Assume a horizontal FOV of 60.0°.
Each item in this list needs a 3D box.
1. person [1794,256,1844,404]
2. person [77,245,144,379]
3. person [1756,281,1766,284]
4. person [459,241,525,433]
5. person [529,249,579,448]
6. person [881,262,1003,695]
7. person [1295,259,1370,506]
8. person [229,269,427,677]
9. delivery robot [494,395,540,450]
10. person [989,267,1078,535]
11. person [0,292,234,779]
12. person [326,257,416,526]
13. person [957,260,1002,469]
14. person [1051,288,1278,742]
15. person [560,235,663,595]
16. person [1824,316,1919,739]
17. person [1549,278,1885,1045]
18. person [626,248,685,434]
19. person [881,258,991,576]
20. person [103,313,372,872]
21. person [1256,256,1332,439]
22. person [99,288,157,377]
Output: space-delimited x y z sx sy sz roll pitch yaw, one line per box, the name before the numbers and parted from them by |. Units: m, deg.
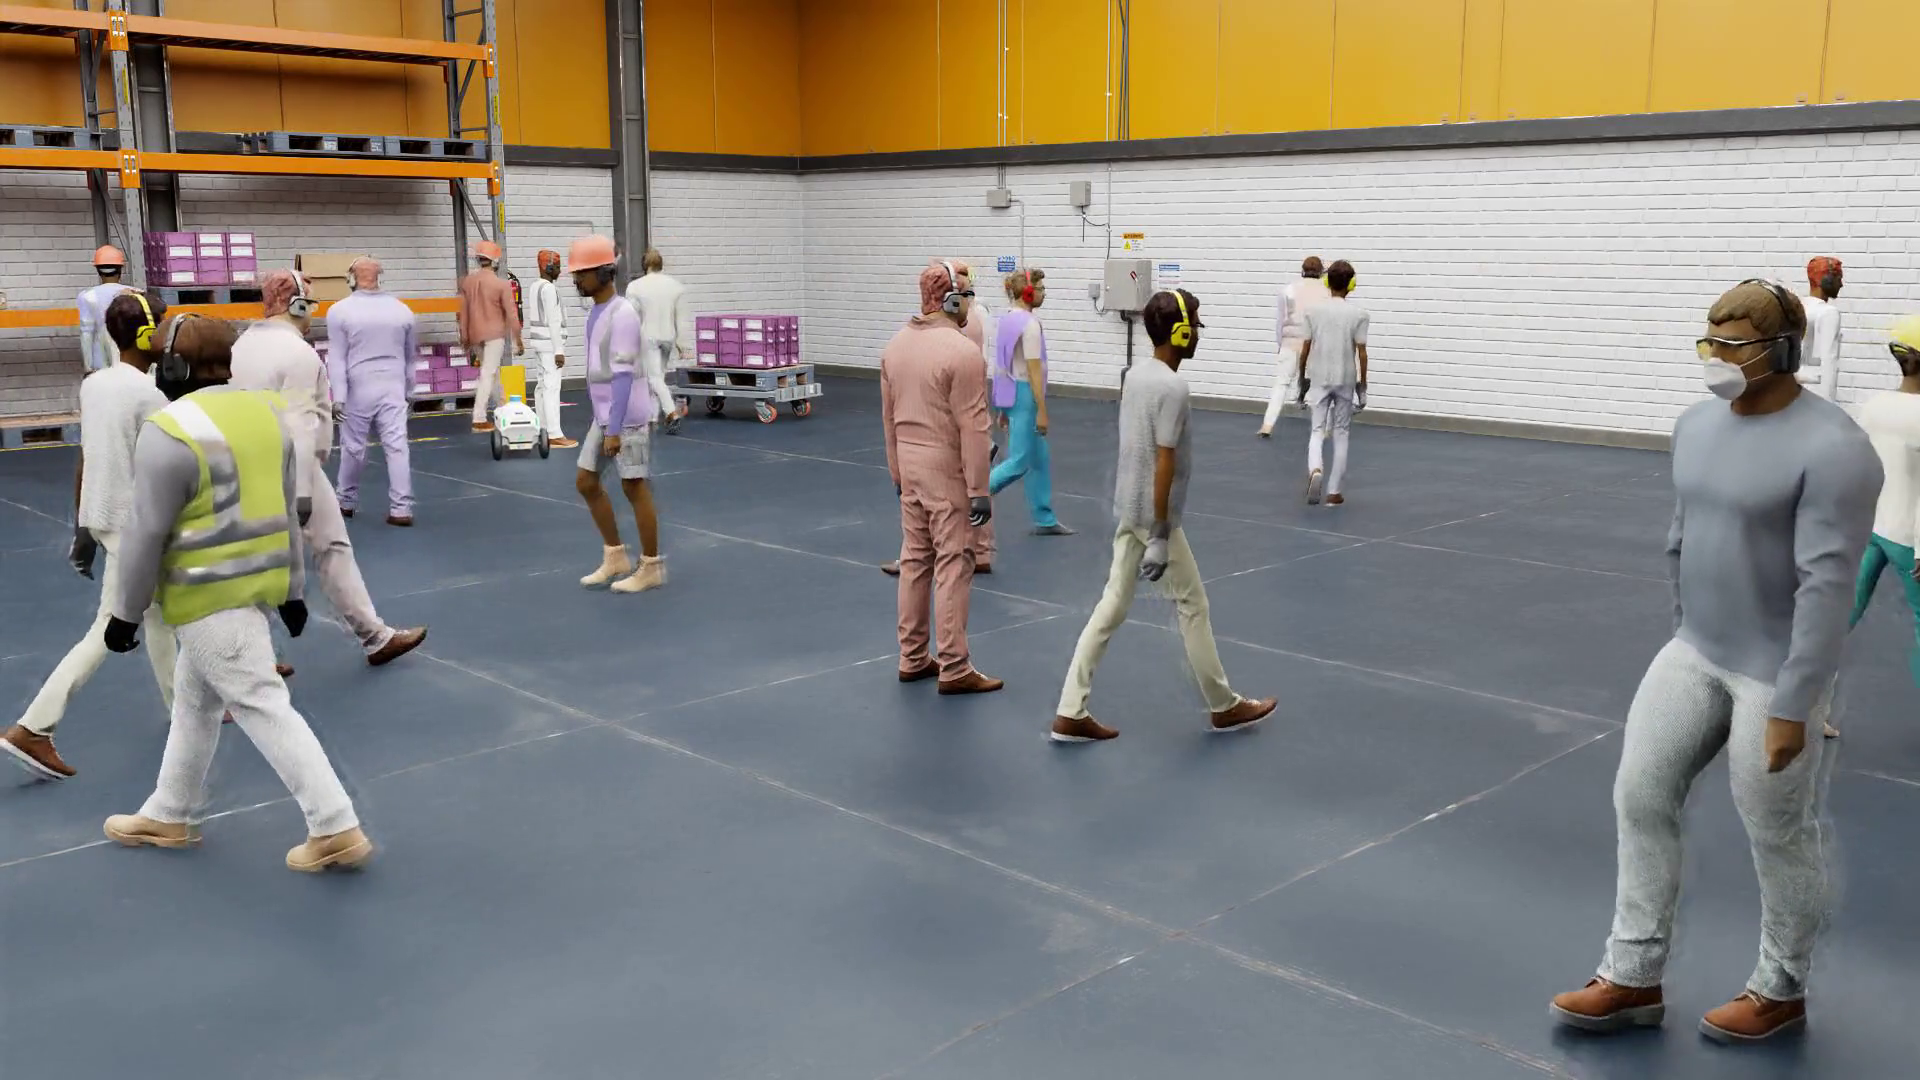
person | 5.747 -0.972 11.268 0.337 1.882 0.585 -1 10 -3
person | -7.110 -1.505 14.039 0.551 1.933 0.370 -7 13 -34
person | 6.748 -1.370 14.128 0.499 1.633 0.286 4 11 22
person | -4.813 -2.119 17.347 0.643 1.943 0.994 5 11 24
person | -3.919 -1.823 15.907 0.355 1.886 0.573 -6 12 -31
person | -0.064 -0.272 7.395 0.407 1.906 0.655 -8 13 -37
person | 2.747 -1.139 12.301 0.535 1.841 0.631 4 11 19
person | -2.980 -0.294 7.631 0.672 1.857 0.949 8 13 37
delivery robot | -4.061 -1.084 15.228 0.477 0.478 0.707 -5 12 -20
person | 0.367 -0.896 11.049 0.847 1.823 0.576 -2 11 -11
person | -3.277 -0.036 6.386 0.538 1.822 0.986 7 12 33
person | -4.176 -1.045 11.728 0.677 1.854 0.985 -9 14 -41
person | 0.033 -1.412 13.838 0.459 1.818 0.621 -6 12 -29
person | 0.798 -0.085 6.646 0.996 1.809 0.540 -4 11 -21
person | -1.957 -0.682 9.329 0.597 2.016 0.646 -6 12 -30
person | 3.740 -0.037 6.622 0.931 1.720 0.536 -2 11 -11
person | 1.828 0.334 4.056 0.809 1.911 0.652 -3 11 -17
person | -3.100 -2.042 17.101 0.642 1.901 0.994 -8 13 -37
person | -0.163 -0.719 9.879 0.773 1.880 0.668 1 10 8
person | -2.337 0.176 5.302 0.996 1.792 0.613 1 10 6
person | 3.384 -1.886 16.479 0.825 1.813 0.533 2 11 11
person | -6.092 -1.042 12.330 0.536 1.625 0.370 1 10 8
